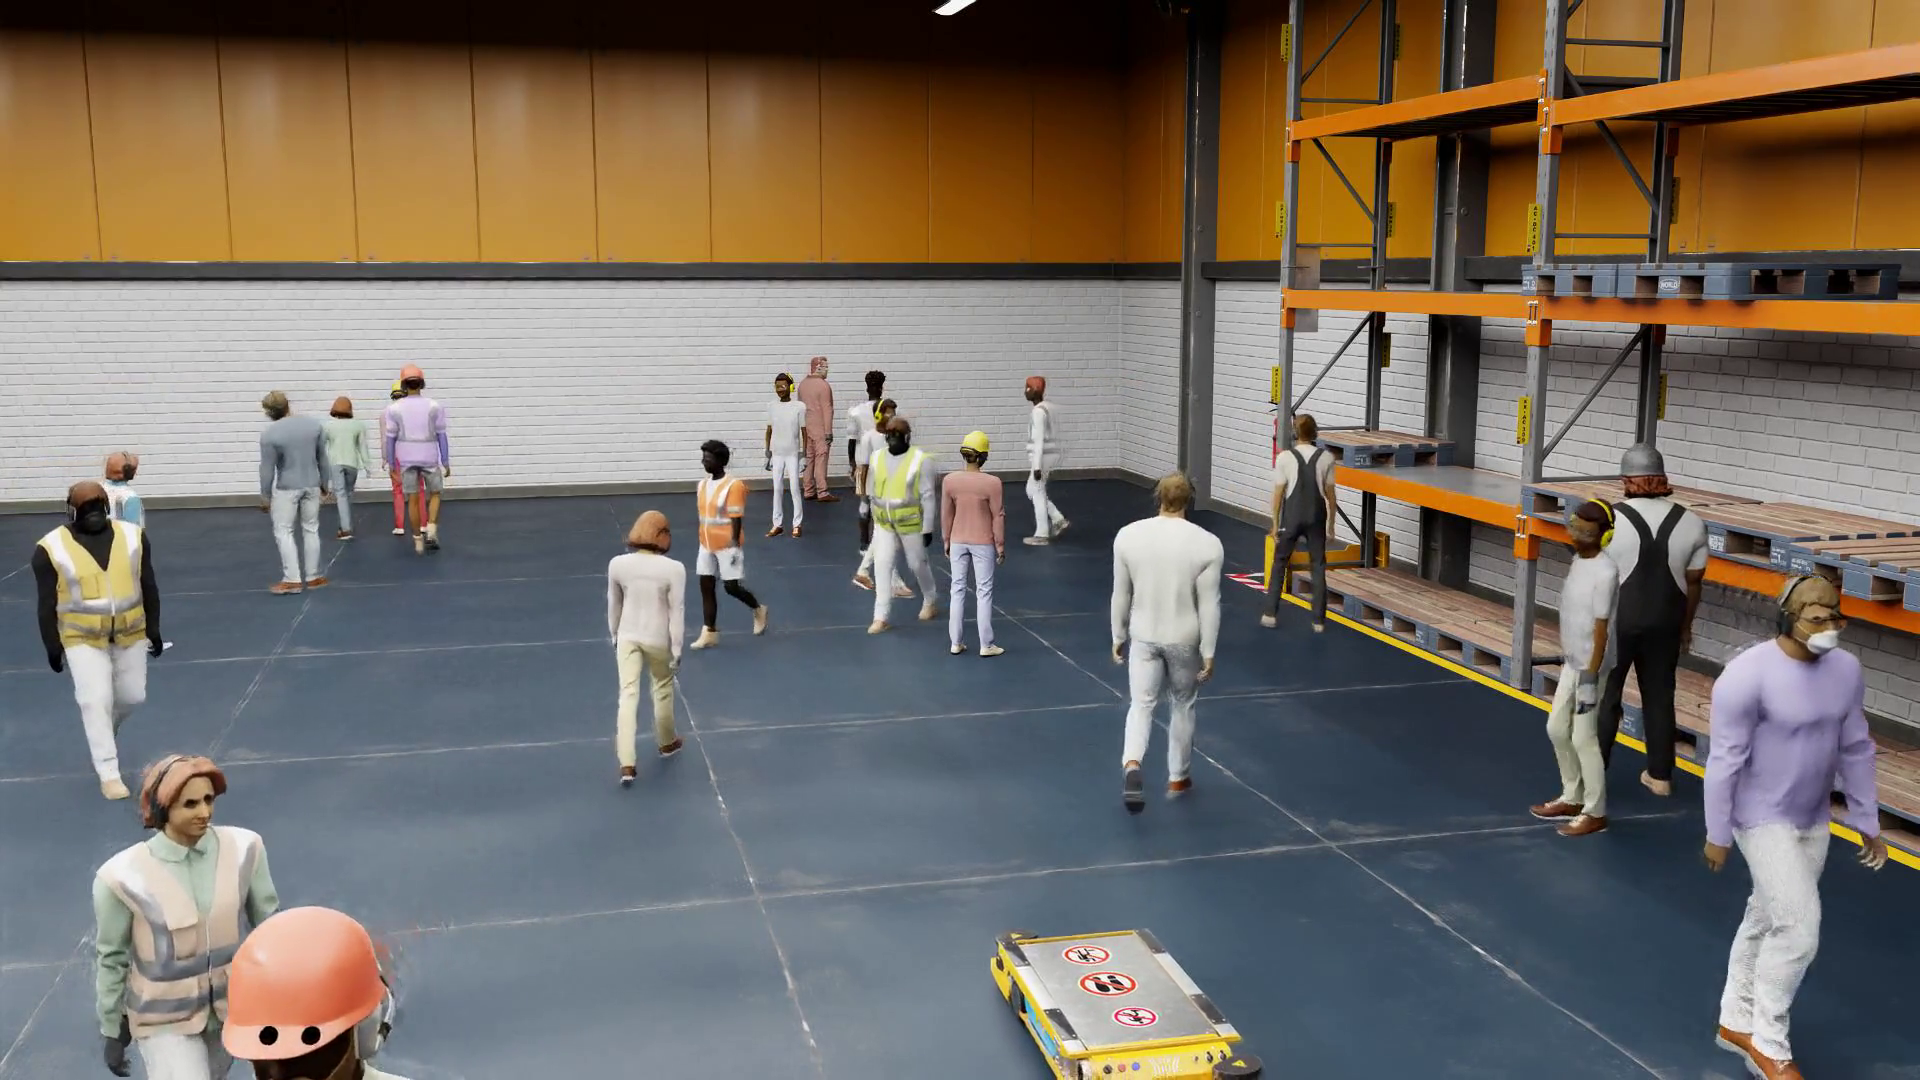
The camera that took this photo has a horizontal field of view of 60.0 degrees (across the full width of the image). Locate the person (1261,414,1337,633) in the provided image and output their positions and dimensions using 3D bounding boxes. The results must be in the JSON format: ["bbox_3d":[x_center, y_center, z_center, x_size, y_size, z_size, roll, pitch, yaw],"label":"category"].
[{"bbox_3d":[2.879,-0.142,13.917,0.546,1.819,0.430,1,9,7],"label":"person"}]

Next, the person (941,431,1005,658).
[{"bbox_3d":[0.113,0.032,12.978,0.533,1.767,0.326,4,10,25],"label":"person"}]

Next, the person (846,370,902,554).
[{"bbox_3d":[-0.895,-0.819,17.661,0.603,1.966,0.367,1,9,5],"label":"person"}]

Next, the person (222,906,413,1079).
[{"bbox_3d":[-1.064,1.548,2.951,0.628,1.954,1.003,-1,9,-5],"label":"person"}]

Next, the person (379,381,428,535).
[{"bbox_3d":[-6.344,-0.931,19.007,0.523,1.762,0.329,-4,10,-25],"label":"person"}]

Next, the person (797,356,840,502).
[{"bbox_3d":[-1.849,-1.449,21.792,0.399,1.905,0.642,-7,12,-39],"label":"person"}]

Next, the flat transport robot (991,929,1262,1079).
[{"bbox_3d":[0.602,1.831,6.402,0.652,0.197,1.431,-2,9,-13],"label":"flat transport robot"}]

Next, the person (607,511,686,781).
[{"bbox_3d":[-1.880,0.612,9.949,0.518,1.575,0.907,1,9,6],"label":"person"}]

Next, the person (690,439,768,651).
[{"bbox_3d":[-1.873,0.025,13.265,0.538,1.680,0.641,7,12,38],"label":"person"}]

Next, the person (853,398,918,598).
[{"bbox_3d":[-0.707,-0.403,15.485,0.801,1.841,0.544,6,11,33],"label":"person"}]

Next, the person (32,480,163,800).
[{"bbox_3d":[-4.980,0.543,9.620,0.629,1.823,0.750,-9,13,-44],"label":"person"}]

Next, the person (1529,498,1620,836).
[{"bbox_3d":[3.294,0.679,8.743,0.388,1.835,0.569,0,9,0],"label":"person"}]

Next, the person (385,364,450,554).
[{"bbox_3d":[-5.759,-0.854,17.666,0.646,2.031,0.404,-2,9,-15],"label":"person"}]

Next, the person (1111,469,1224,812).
[{"bbox_3d":[1.127,0.566,9.216,0.640,1.912,0.846,3,10,17],"label":"person"}]

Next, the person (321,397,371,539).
[{"bbox_3d":[-7.034,-0.822,18.854,0.609,1.571,0.851,-5,11,-31],"label":"person"}]

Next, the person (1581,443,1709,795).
[{"bbox_3d":[3.864,0.445,9.546,0.693,2.000,0.536,0,9,3],"label":"person"}]

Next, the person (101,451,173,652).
[{"bbox_3d":[-6.547,0.118,12.897,0.518,1.616,0.704,6,11,31],"label":"person"}]

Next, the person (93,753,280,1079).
[{"bbox_3d":[-2.303,1.399,4.989,0.895,1.591,0.523,7,12,38],"label":"person"}]

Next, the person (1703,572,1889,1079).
[{"bbox_3d":[3.072,1.063,6.052,0.644,1.912,0.683,-5,10,-27],"label":"person"}]

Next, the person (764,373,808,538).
[{"bbox_3d":[-1.974,-0.953,18.800,0.532,1.871,0.321,2,9,14],"label":"person"}]

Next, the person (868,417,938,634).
[{"bbox_3d":[-0.456,-0.154,14.051,0.638,1.808,0.925,4,10,25],"label":"person"}]

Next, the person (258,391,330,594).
[{"bbox_3d":[-6.206,-0.441,15.547,0.377,1.899,0.716,7,12,38],"label":"person"}]

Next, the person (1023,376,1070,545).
[{"bbox_3d":[0.902,-0.860,18.224,0.458,1.868,0.601,2,9,11],"label":"person"}]
